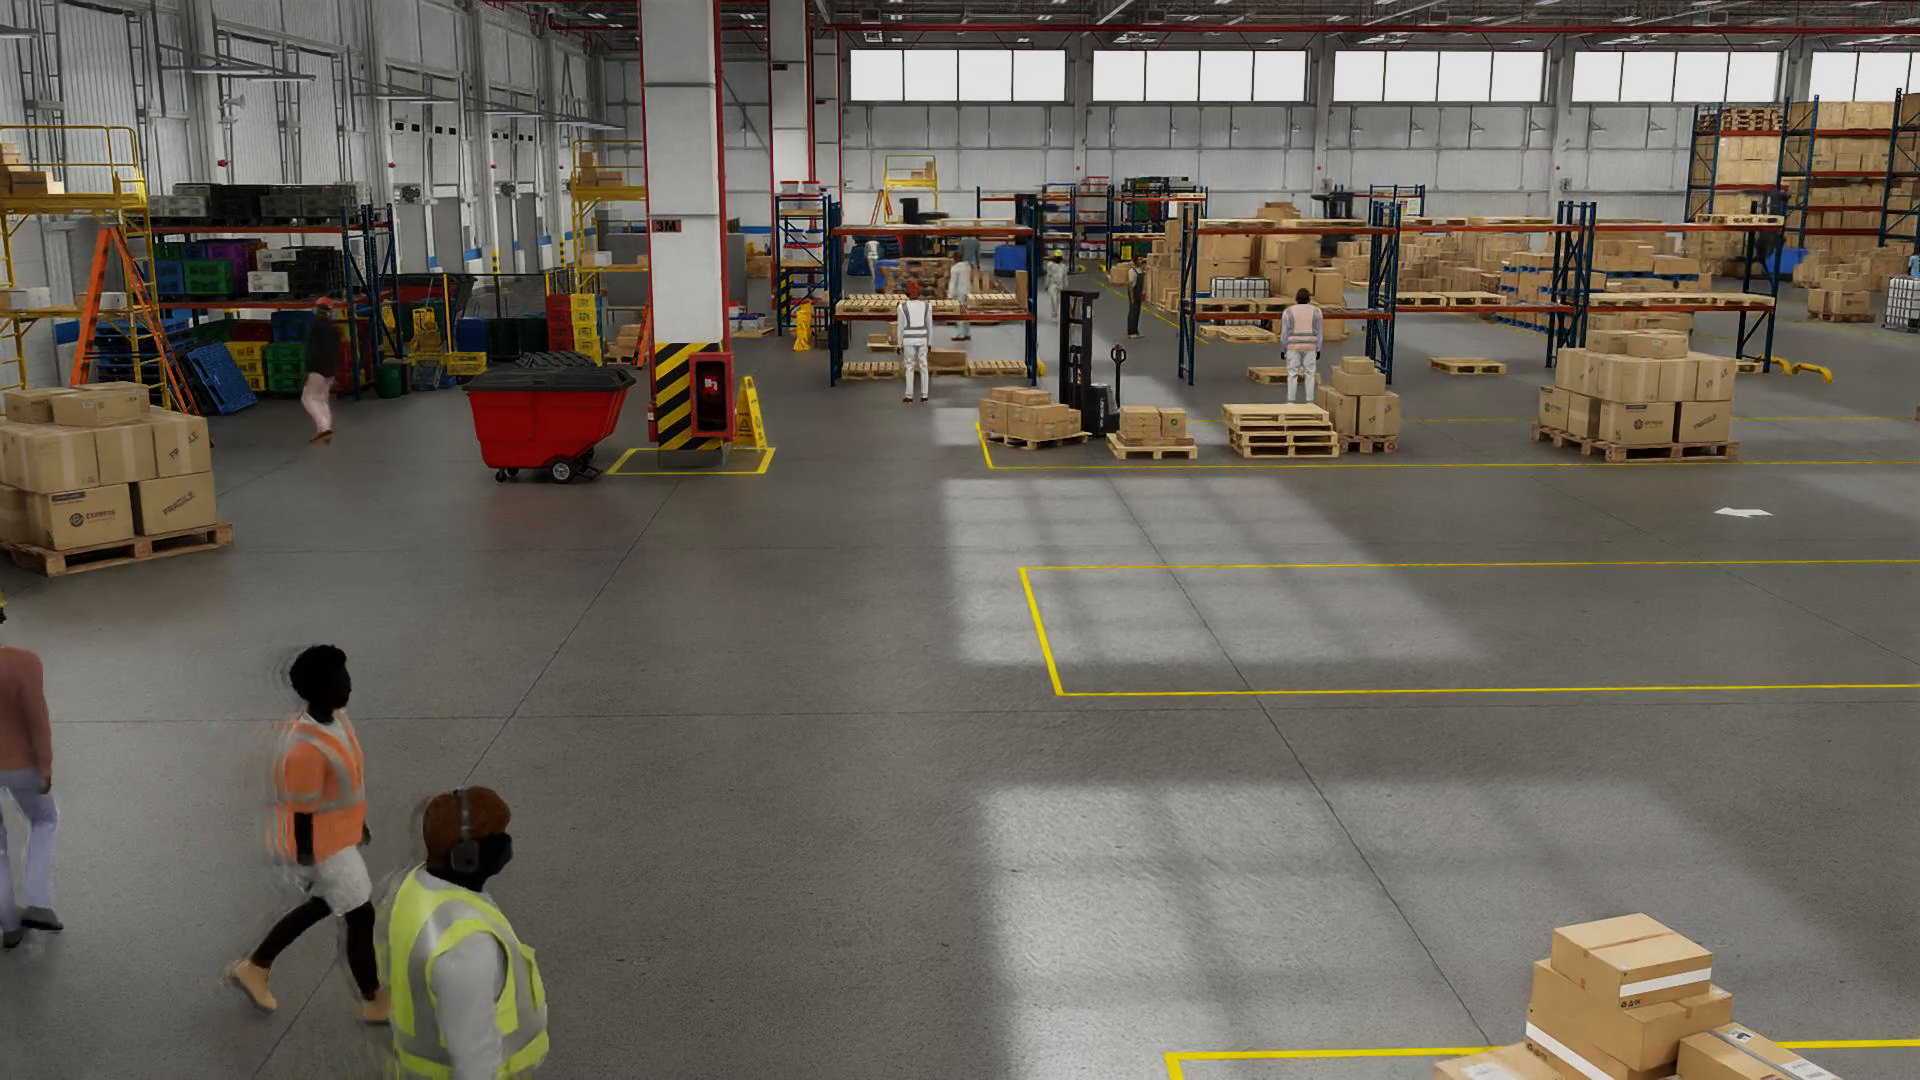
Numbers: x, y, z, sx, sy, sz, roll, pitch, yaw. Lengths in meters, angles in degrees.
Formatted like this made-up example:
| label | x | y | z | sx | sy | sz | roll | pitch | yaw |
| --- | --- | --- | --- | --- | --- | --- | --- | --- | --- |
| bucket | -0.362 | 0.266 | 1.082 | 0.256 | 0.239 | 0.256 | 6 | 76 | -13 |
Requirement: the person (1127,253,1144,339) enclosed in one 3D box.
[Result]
| label | x | y | z | sx | sy | sz | roll | pitch | yaw |
| --- | --- | --- | --- | --- | --- | --- | --- | --- | --- |
| person | 3.786 | -5.249 | 35.810 | 0.338 | 1.840 | 0.510 | 7 | 15 | 30 |

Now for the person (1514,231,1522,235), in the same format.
| label | x | y | z | sx | sy | sz | roll | pitch | yaw |
| --- | --- | --- | --- | --- | --- | --- | --- | --- | --- |
| person | 17.800 | -9.156 | 53.360 | 0.614 | 1.862 | 0.987 | -4 | 13 | -19 |

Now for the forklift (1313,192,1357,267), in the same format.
| label | x | y | z | sx | sy | sz | roll | pitch | yaw |
| --- | --- | --- | --- | --- | --- | --- | --- | --- | --- |
| forklift | 13.718 | -11.128 | 59.962 | 1.873 | 2.768 | 1.129 | -8 | 15 | -32 |

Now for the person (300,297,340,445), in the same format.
| label | x | y | z | sx | sy | sz | roll | pitch | yaw |
| --- | --- | --- | --- | --- | --- | --- | --- | --- | --- |
| person | -8.388 | -2.205 | 21.819 | 0.433 | 1.942 | 0.658 | 1 | 13 | 6 |

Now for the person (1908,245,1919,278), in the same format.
| label | x | y | z | sx | sy | sz | roll | pitch | yaw |
| --- | --- | --- | --- | --- | --- | --- | --- | --- | --- |
| person | 25.293 | -6.968 | 43.948 | 0.554 | 1.651 | 0.846 | 3 | 13 | 14 |

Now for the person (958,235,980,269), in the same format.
| label | x | y | z | sx | sy | sz | roll | pitch | yaw |
| --- | --- | --- | --- | --- | --- | --- | --- | --- | --- |
| person | 0.244 | -8.193 | 48.968 | 0.630 | 1.879 | 1.029 | -4 | 13 | -17 |

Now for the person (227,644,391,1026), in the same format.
| label | x | y | z | sx | sy | sz | roll | pitch | yaw |
| --- | --- | --- | --- | --- | --- | --- | --- | --- | --- |
| person | -2.699 | 1.235 | 6.897 | 0.770 | 1.669 | 0.528 | -2 | 13 | -10 |

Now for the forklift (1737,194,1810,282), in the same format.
| label | x | y | z | sx | sy | sz | roll | pitch | yaw |
| --- | --- | --- | --- | --- | --- | --- | --- | --- | --- |
| forklift | 26.672 | -9.869 | 54.281 | 1.873 | 2.768 | 1.129 | 11 | 17 | 42 |

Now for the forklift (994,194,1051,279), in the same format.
| label | x | y | z | sx | sy | sz | roll | pitch | yaw |
| --- | --- | --- | --- | --- | --- | --- | --- | --- | --- |
| forklift | 2.171 | -10.229 | 55.907 | 1.873 | 2.768 | 1.129 | -7 | 14 | -29 |

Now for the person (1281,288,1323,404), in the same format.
| label | x | y | z | sx | sy | sz | roll | pitch | yaw |
| --- | --- | --- | --- | --- | --- | --- | --- | --- | --- |
| person | 5.131 | -2.866 | 25.025 | 0.621 | 1.845 | 0.429 | 1 | 13 | 5 |

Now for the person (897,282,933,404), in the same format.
| label | x | y | z | sx | sy | sz | roll | pitch | yaw |
| --- | --- | --- | --- | --- | --- | --- | --- | --- | --- |
| person | -0.701 | -3.036 | 25.693 | 0.572 | 1.887 | 0.356 | -4 | 13 | -19 |

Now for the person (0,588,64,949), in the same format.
| label | x | y | z | sx | sy | sz | roll | pitch | yaw |
| --- | --- | --- | --- | --- | --- | --- | --- | --- | --- |
| person | -4.434 | 1.025 | 7.666 | 0.522 | 1.752 | 0.371 | -3 | 13 | -11 |

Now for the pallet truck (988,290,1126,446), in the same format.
| label | x | y | z | sx | sy | sz | roll | pitch | yaw |
| --- | --- | --- | --- | --- | --- | --- | --- | --- | --- |
| pallet truck | 1.257 | -2.299 | 22.111 | 1.885 | 1.965 | 0.823 | -9 | 15 | -35 |

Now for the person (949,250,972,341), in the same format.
| label | x | y | z | sx | sy | sz | roll | pitch | yaw |
| --- | --- | --- | --- | --- | --- | --- | --- | --- | --- |
| person | 0.005 | -5.182 | 35.294 | 0.382 | 1.929 | 0.663 | 8 | 15 | 34 |

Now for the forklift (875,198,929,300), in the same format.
| label | x | y | z | sx | sy | sz | roll | pitch | yaw |
| --- | --- | --- | --- | --- | --- | --- | --- | --- | --- |
| forklift | -1.404 | -8.175 | 46.632 | 1.873 | 2.768 | 1.129 | 2 | 13 | 7 |

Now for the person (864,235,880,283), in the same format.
| label | x | y | z | sx | sy | sz | roll | pitch | yaw |
| --- | --- | --- | --- | --- | --- | --- | --- | --- | --- |
| person | -2.811 | -9.086 | 53.640 | 0.528 | 1.615 | 0.732 | -6 | 14 | -26 |

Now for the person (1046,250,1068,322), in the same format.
| label | x | y | z | sx | sy | sz | roll | pitch | yaw |
| --- | --- | --- | --- | --- | --- | --- | --- | --- | --- |
| person | 2.349 | -6.052 | 39.703 | 0.512 | 1.697 | 0.866 | -4 | 13 | -18 |

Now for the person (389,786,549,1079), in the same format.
| label | x | y | z | sx | sy | sz | roll | pitch | yaw |
| --- | --- | --- | --- | --- | --- | --- | --- | --- | --- |
| person | -1.384 | 1.595 | 4.905 | 0.520 | 1.829 | 0.652 | -7 | 14 | -29 |
